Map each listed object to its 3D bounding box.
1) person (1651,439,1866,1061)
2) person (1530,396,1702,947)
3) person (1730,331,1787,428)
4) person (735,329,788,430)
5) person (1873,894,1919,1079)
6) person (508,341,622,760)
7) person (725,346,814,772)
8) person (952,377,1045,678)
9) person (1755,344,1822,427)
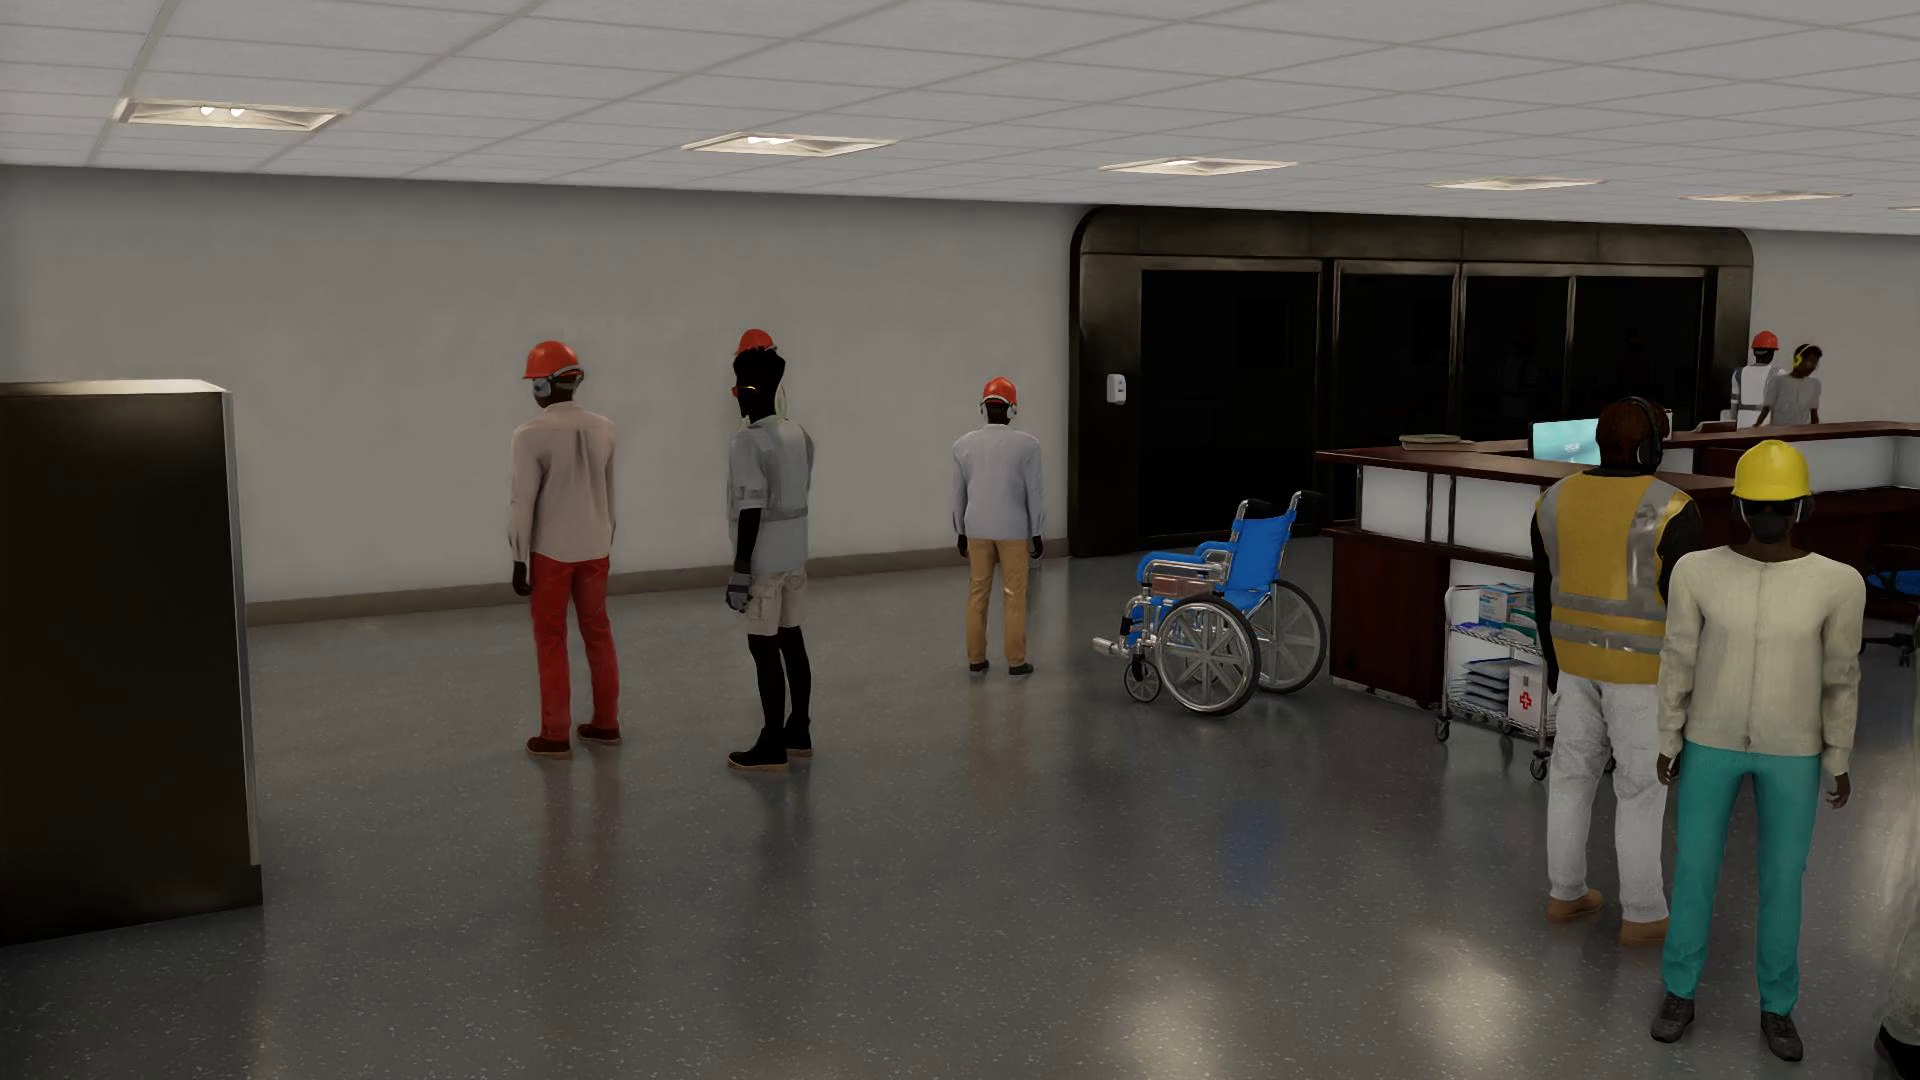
[{"bbox_3d":[2.267,0.595,4.753,0.524,1.770,0.315,3,9,24],"label":"person"},{"bbox_3d":[2.237,0.438,5.629,0.429,1.844,0.626,-5,10,-34],"label":"person"},{"bbox_3d":[7.792,-1.066,16.218,0.390,1.930,0.549,-5,9,-33],"label":"person"},{"bbox_3d":[-1.459,-0.563,12.324,0.392,1.991,0.612,-1,8,-8],"label":"person"},{"bbox_3d":[2.690,0.671,4.193,0.598,1.784,0.971,0,8,1],"label":"person"},{"bbox_3d":[-1.904,0.044,7.980,0.414,1.987,0.612,6,10,38],"label":"person"},{"bbox_3d":[-0.893,0.087,7.712,0.364,1.964,0.612,3,9,23],"label":"person"},{"bbox_3d":[0.232,-0.075,9.686,0.564,1.743,0.351,3,8,22],"label":"person"},{"bbox_3d":[7.544,-0.861,15.114,0.602,1.816,0.866,0,8,-3],"label":"person"}]
